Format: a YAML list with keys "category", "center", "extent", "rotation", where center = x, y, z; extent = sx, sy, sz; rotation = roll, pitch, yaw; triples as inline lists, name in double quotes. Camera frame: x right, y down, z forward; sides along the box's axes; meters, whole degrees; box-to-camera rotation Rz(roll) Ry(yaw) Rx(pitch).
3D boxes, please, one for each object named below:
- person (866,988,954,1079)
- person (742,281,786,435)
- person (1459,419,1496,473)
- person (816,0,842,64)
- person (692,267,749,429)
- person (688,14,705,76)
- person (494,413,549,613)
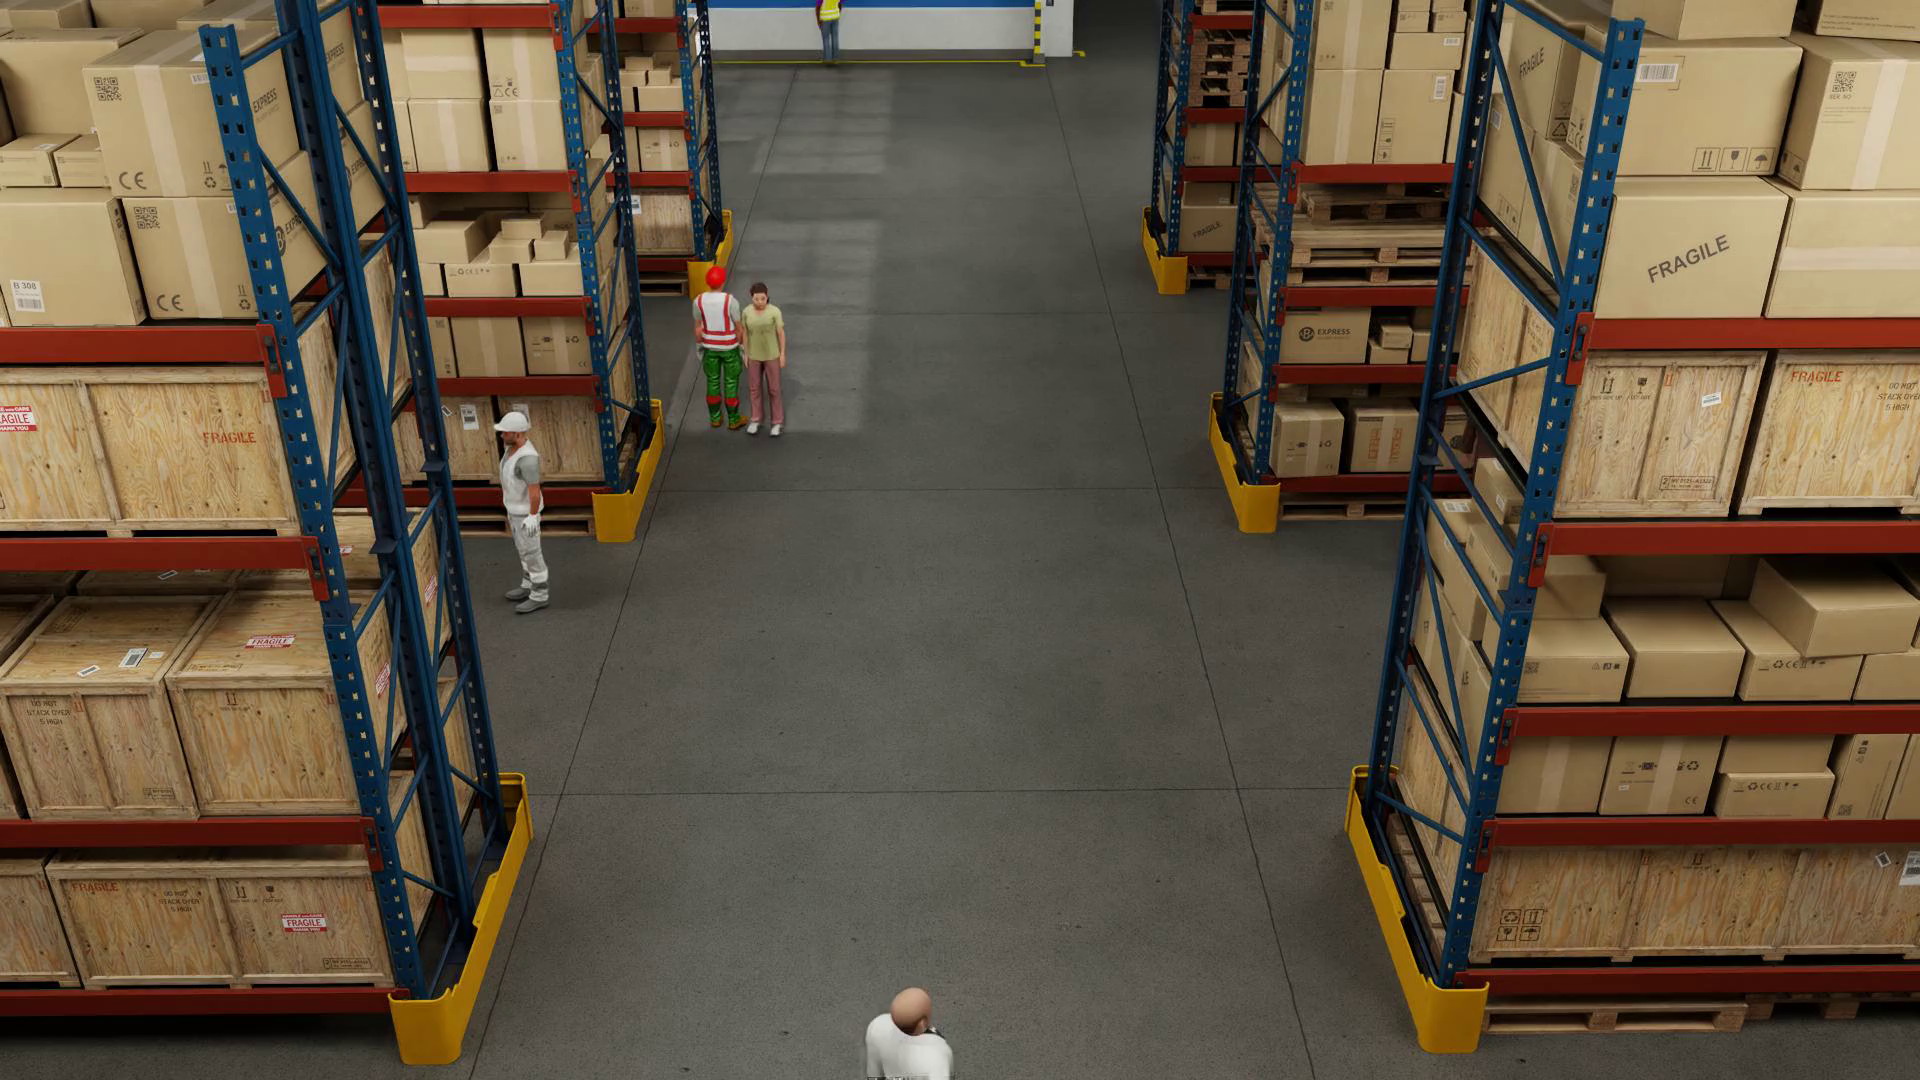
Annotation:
- category: "person"
  center: [-0.210, 2.936, 8.445]
  extent: [0.595, 1.802, 0.752]
  rotation: [24, 37, 38]
- category: "person"
  center: [-2.072, -1.926, 17.536]
  extent: [0.456, 1.678, 0.356]
  rotation: [4, 28, 7]
- category: "person"
  center: [4.915, -0.717, 15.193]
  extent: [0.479, 1.774, 0.709]
  rotation: [-23, 36, -36]
- category: "person"
  center: [-2.650, -10.450, 33.301]
  extent: [0.585, 1.774, 0.566]
  rotation: [-10, 30, -19]
- category: "person"
  center: [-2.533, -2.065, 17.685]
  extent: [0.553, 1.792, 0.365]
  rotation: [4, 29, 7]
- category: "person"
  center: [-4.756, -8.425, 29.538]
  extent: [0.595, 1.766, 0.510]
  rotation: [9, 30, 16]
- category: "person"
  center: [-3.796, -0.259, 14.345]
  extent: [0.404, 1.793, 0.549]
  rotation: [-15, 32, -25]
